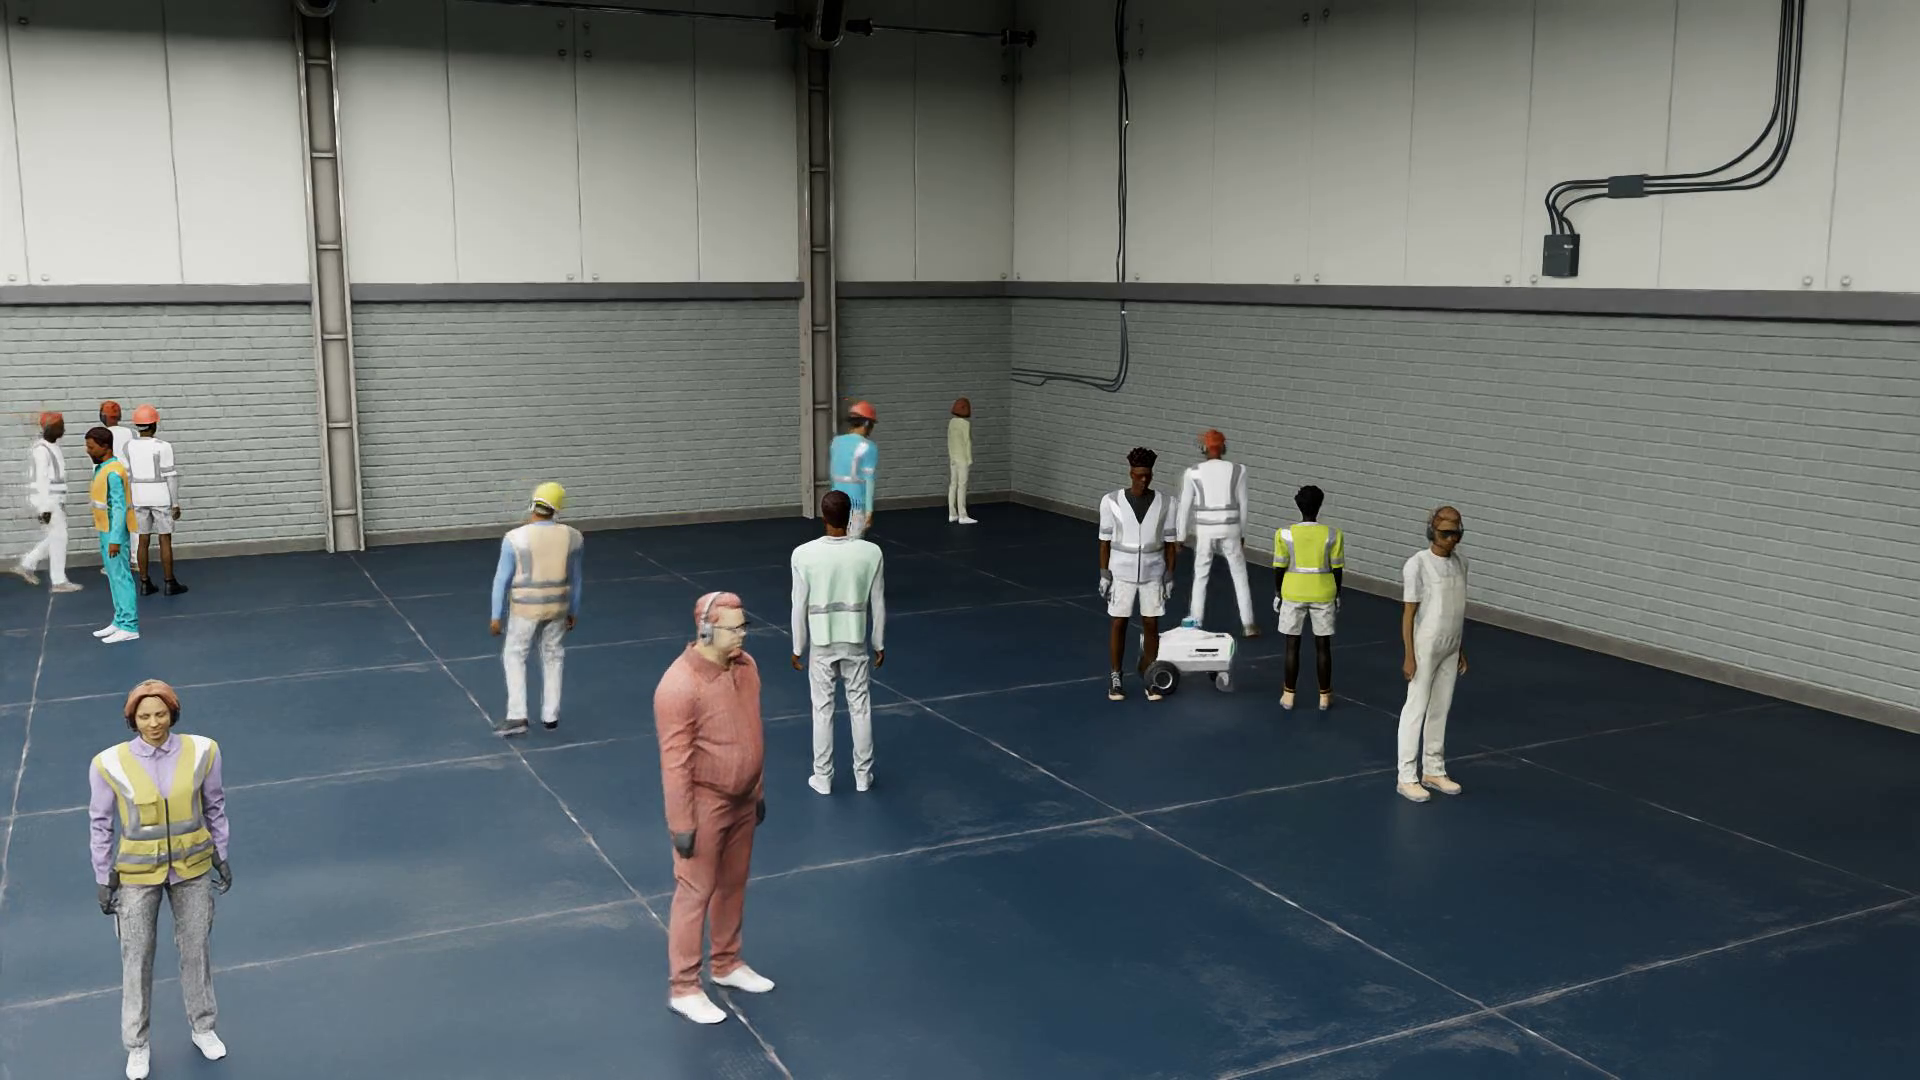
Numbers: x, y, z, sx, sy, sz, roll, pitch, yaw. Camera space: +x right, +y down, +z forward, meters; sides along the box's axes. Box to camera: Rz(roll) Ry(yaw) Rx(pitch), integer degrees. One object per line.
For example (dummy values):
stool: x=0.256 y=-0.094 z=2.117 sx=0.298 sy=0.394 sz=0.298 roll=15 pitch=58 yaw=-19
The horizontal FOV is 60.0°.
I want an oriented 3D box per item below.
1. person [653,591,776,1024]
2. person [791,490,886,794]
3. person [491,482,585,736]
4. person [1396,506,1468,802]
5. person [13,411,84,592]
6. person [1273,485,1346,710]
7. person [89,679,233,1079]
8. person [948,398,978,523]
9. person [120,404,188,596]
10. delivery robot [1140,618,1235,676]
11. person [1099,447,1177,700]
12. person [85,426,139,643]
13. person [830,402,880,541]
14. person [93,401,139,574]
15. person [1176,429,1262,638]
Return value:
person: x=-1.062 y=1.160 z=7.343 sx=0.395 sy=1.900 sz=0.648 roll=5 pitch=10 yaw=26
person: x=-0.760 y=0.644 z=10.442 sx=0.600 sy=1.916 sz=0.376 roll=-2 pitch=9 yaw=-12
person: x=-3.000 y=0.496 z=11.781 sx=0.692 sy=1.793 sz=0.407 roll=-6 pitch=11 yaw=-33
person: x=2.955 y=0.696 z=10.348 sx=0.517 sy=1.841 sz=0.325 roll=-6 pitch=11 yaw=-31
person: x=-9.338 y=-0.386 z=16.944 sx=0.550 sy=1.867 sz=0.615 roll=-4 pitch=10 yaw=-21
person: x=2.599 y=0.434 z=12.426 sx=0.533 sy=1.692 sz=0.319 roll=1 pitch=9 yaw=8
person: x=-3.261 y=1.371 z=6.818 sx=0.523 sy=1.638 sz=0.310 roll=-7 pitch=11 yaw=-36
person: x=0.016 y=-1.034 z=21.646 sx=0.284 sy=1.634 sz=0.498 roll=-5 pitch=11 yaw=-29
person: x=-8.138 y=-0.397 z=16.777 sx=0.545 sy=1.943 sz=0.347 roll=0 pitch=9 yaw=3
delivery robot: x=1.782 y=0.857 z=13.026 sx=0.707 sy=0.478 sz=0.477 roll=-1 pitch=9 yaw=-3
person: x=1.360 y=0.262 z=12.715 sx=0.603 sy=1.948 sz=0.370 roll=0 pitch=9 yaw=0
person: x=-7.517 y=-0.057 z=14.765 sx=0.392 sy=1.916 sz=0.591 roll=-7 pitch=11 yaw=-36
person: x=-1.043 y=-0.355 z=16.402 sx=0.628 sy=1.980 sz=0.783 roll=9 pitch=13 yaw=43
person: x=-9.123 y=-0.565 z=17.994 sx=0.346 sy=1.882 sz=0.584 roll=4 pitch=10 yaw=24
person: x=2.329 y=-0.039 z=14.813 sx=0.796 sy=1.868 sz=0.541 roll=1 pitch=9 yaw=8
